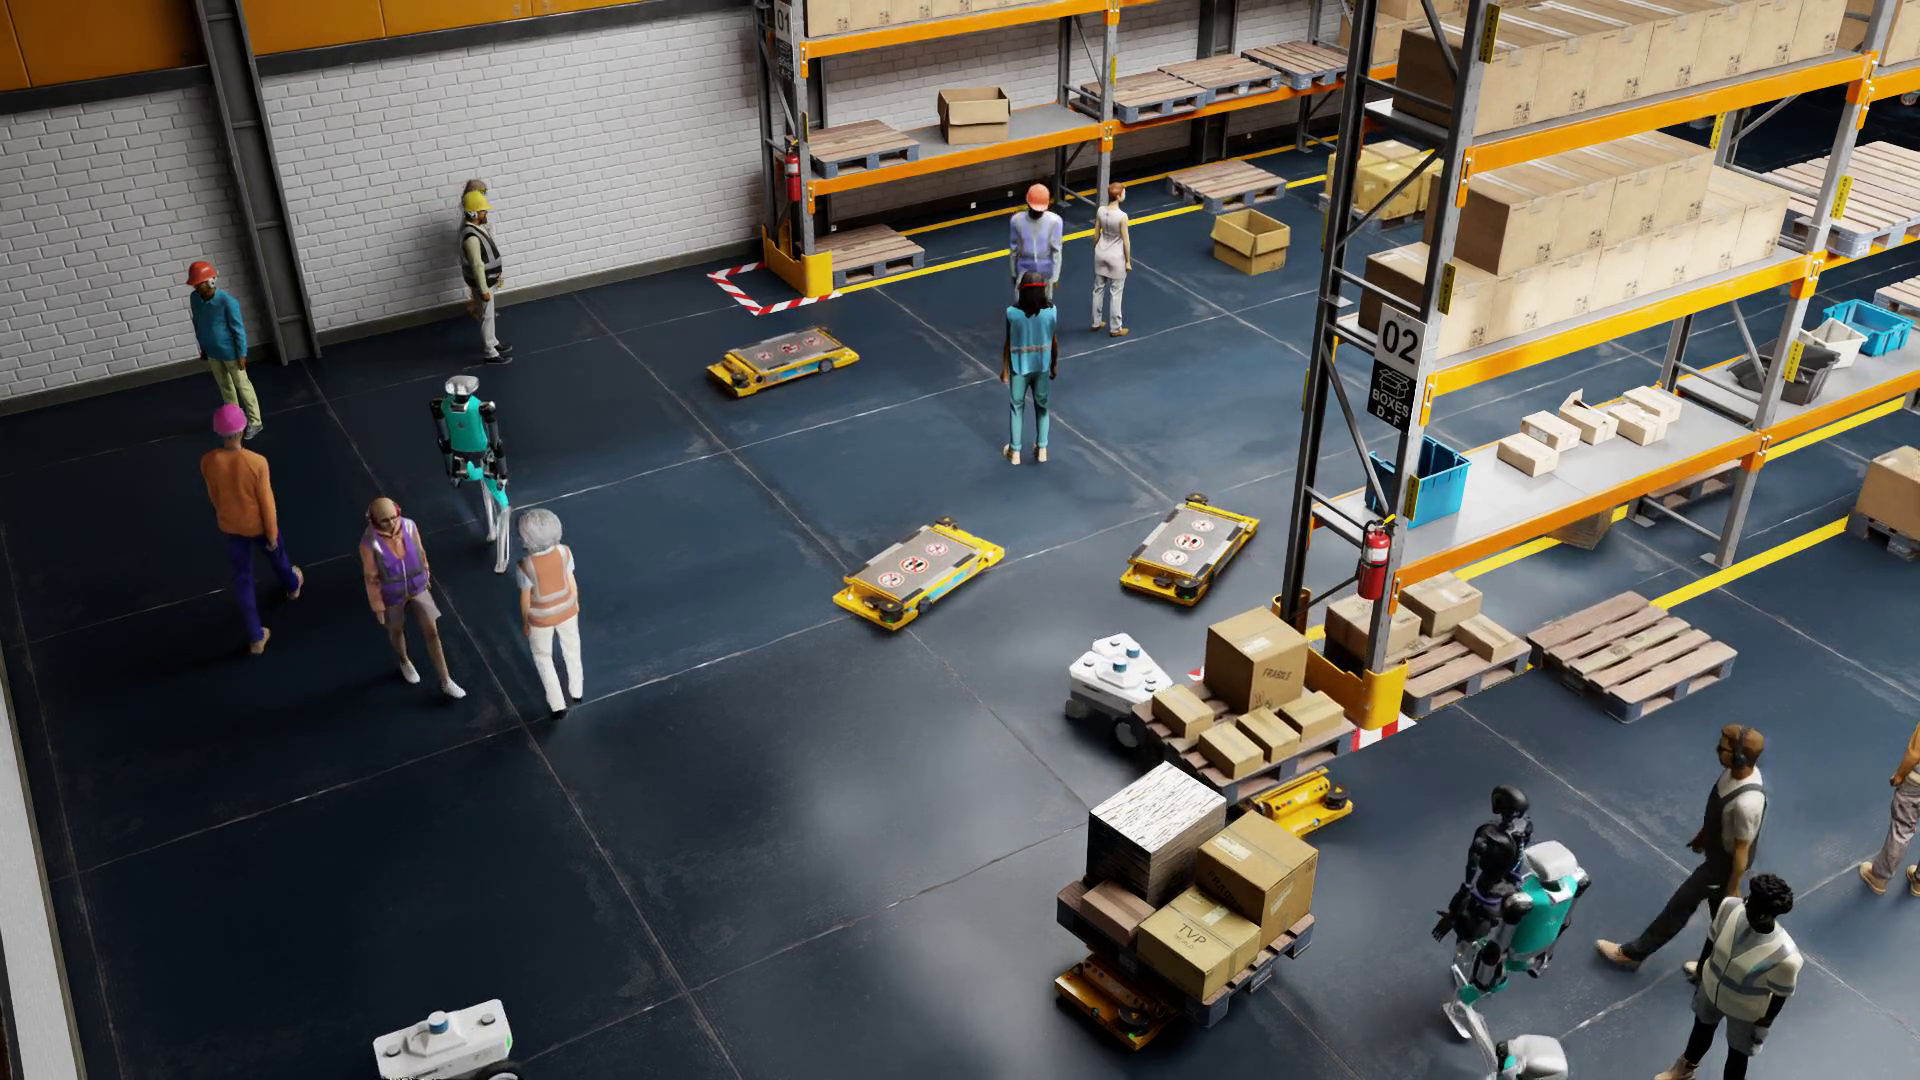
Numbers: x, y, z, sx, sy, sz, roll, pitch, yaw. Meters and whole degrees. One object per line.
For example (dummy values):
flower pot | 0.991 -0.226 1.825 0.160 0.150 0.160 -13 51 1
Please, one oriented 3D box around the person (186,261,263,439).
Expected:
person | -6.895 -1.780 15.525 0.562 1.751 0.329 12 34 18

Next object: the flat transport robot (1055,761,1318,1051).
flat transport robot | 1.307 2.488 10.116 1.431 0.231 0.659 -26 41 -35

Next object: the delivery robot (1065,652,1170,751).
delivery robot | 1.159 1.121 12.037 0.808 0.606 0.499 21 38 30

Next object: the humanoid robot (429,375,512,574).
humanoid robot | -3.927 -0.643 13.734 0.544 1.780 0.852 3 32 4

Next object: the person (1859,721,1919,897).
person | 6.037 1.480 10.302 0.462 1.778 0.309 5 32 7

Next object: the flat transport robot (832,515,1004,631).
flat transport robot | -0.328 0.257 13.673 0.659 0.231 1.431 23 39 32

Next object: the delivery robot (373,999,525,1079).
delivery robot | -2.837 2.862 9.242 0.747 0.586 0.523 -14 35 -21

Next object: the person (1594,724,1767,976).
person | 4.300 1.830 9.723 0.901 1.802 0.530 11 34 16

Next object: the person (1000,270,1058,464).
person | 0.632 -1.550 15.058 0.523 1.864 0.376 -7 33 -11

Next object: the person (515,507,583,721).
person | -2.918 0.524 11.914 0.457 1.685 0.399 -21 38 -30

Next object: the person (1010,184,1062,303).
person | 0.755 -2.666 16.823 0.536 1.885 0.922 2 32 3

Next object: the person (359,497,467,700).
person | -4.012 0.441 12.061 0.519 1.652 0.840 -24 39 -33

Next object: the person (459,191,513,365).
person | -4.831 -2.664 16.873 0.403 1.824 0.590 -8 33 -12

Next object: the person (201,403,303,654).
person | -5.469 -0.163 12.802 0.509 1.919 1.070 -4 32 -7

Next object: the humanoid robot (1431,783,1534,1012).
humanoid robot | 2.973 2.063 9.469 0.613 1.653 0.324 -21 38 -30

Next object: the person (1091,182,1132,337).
person | 1.589 -2.947 17.473 0.459 1.656 0.270 24 39 33

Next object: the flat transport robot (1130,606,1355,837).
flat transport robot | 2.012 1.549 11.614 0.659 0.231 1.431 -18 36 -26

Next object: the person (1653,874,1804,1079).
person | 4.123 2.432 8.859 0.322 1.697 0.530 -14 35 -21

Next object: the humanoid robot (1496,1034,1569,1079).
humanoid robot | 2.892 3.019 7.936 1.021 1.777 0.532 -4 32 -6

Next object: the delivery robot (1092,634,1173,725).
delivery robot | 1.257 1.020 12.180 0.499 0.587 0.787 -14 35 -21

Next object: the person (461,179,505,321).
person | -5.094 -3.049 17.649 0.398 1.645 0.599 -18 36 -26

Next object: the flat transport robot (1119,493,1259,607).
flat transport robot | 1.946 0.067 13.978 0.659 0.231 1.431 17 36 25

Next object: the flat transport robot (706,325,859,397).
flat transport robot | -1.809 -1.840 17.019 1.431 0.231 0.659 -21 38 -29

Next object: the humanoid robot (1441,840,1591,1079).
humanoid robot | 2.926 2.225 9.170 0.536 1.765 0.936 -14 35 -22
